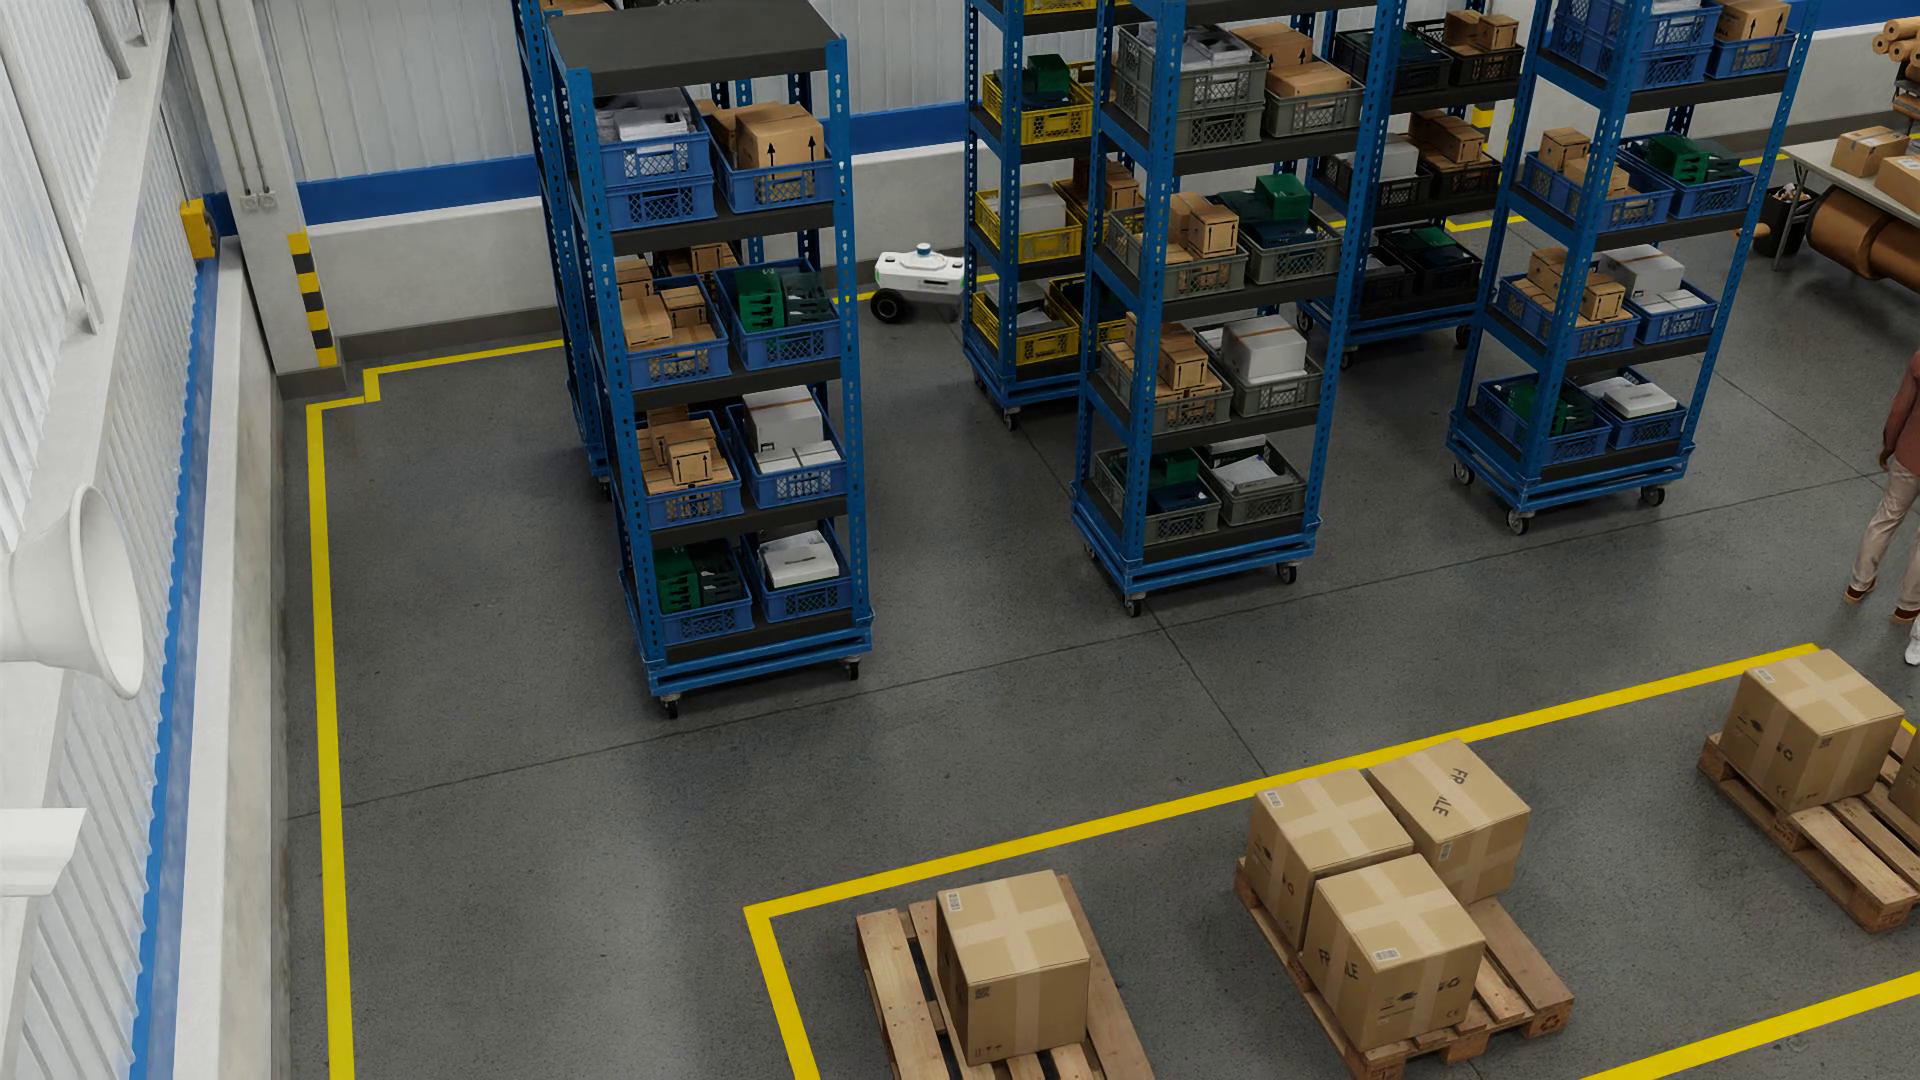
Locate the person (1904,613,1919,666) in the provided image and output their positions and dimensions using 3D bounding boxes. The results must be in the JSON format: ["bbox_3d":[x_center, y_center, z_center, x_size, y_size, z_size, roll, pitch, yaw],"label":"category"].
[{"bbox_3d":[5.512,0.005,8.842,0.512,1.642,0.312,13,37,17],"label":"person"}]

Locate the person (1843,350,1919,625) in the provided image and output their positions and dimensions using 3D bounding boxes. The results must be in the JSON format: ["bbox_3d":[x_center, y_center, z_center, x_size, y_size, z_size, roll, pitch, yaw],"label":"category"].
[{"bbox_3d":[5.395,-0.439,9.178,0.393,1.986,0.611,-26,43,-32],"label":"person"}]

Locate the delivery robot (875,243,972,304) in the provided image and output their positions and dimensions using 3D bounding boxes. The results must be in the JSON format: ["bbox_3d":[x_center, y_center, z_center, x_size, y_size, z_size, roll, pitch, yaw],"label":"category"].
[{"bbox_3d":[-0.269,-1.997,12.541,0.707,0.478,0.477,6,36,9],"label":"delivery robot"}]
